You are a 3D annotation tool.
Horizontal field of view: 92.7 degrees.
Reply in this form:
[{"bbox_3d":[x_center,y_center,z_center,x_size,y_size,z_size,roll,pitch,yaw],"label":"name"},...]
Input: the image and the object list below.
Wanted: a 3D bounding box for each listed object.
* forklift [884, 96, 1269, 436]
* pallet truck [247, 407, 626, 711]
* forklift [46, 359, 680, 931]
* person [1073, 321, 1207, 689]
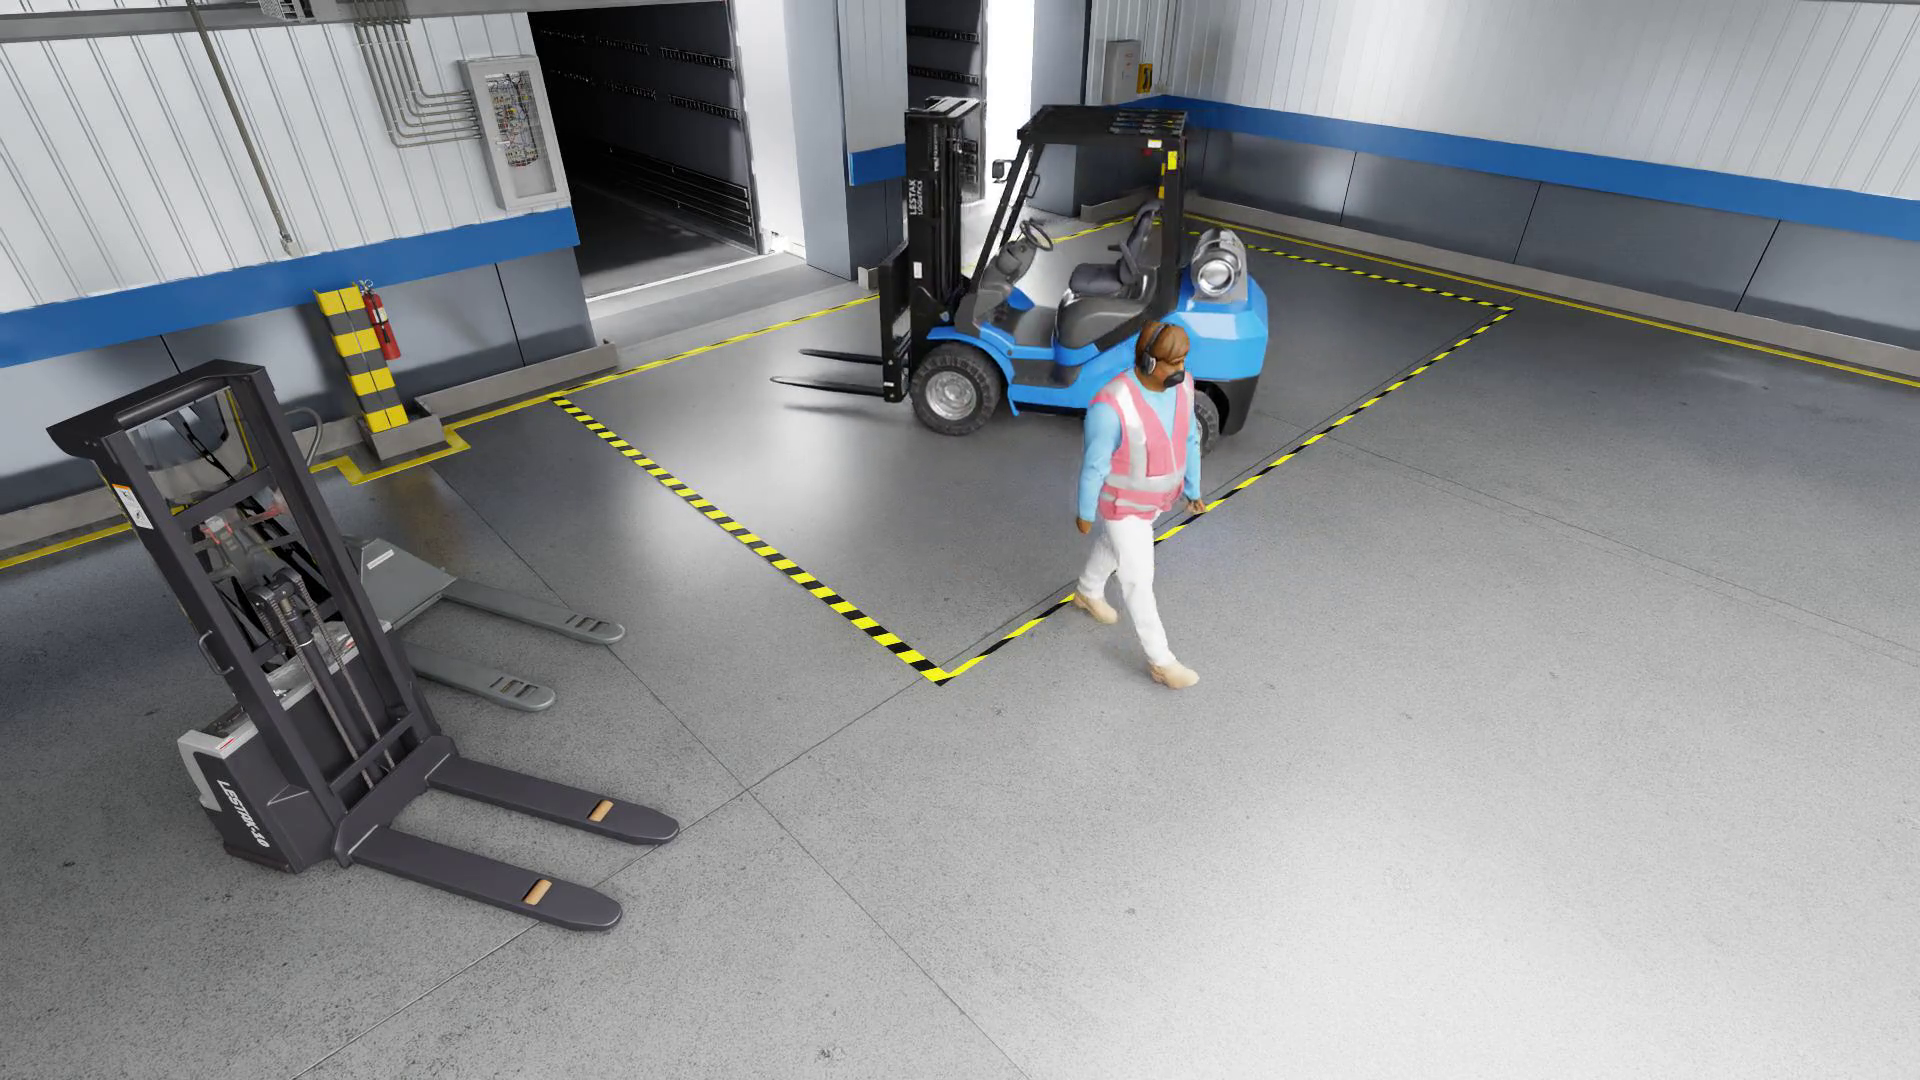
[{"bbox_3d":[0.862,-1.974,6.560,2.680,2.036,1.157,8,35,12],"label":"forklift"},{"bbox_3d":[-2.628,0.038,4.590,1.601,1.201,0.680,12,36,18],"label":"pallet truck"},{"bbox_3d":[-2.135,0.422,3.354,1.885,1.965,0.823,10,35,14],"label":"forklift"},{"bbox_3d":[0.929,-0.174,4.404,0.646,1.791,0.957,-25,42,-32],"label":"person"}]
